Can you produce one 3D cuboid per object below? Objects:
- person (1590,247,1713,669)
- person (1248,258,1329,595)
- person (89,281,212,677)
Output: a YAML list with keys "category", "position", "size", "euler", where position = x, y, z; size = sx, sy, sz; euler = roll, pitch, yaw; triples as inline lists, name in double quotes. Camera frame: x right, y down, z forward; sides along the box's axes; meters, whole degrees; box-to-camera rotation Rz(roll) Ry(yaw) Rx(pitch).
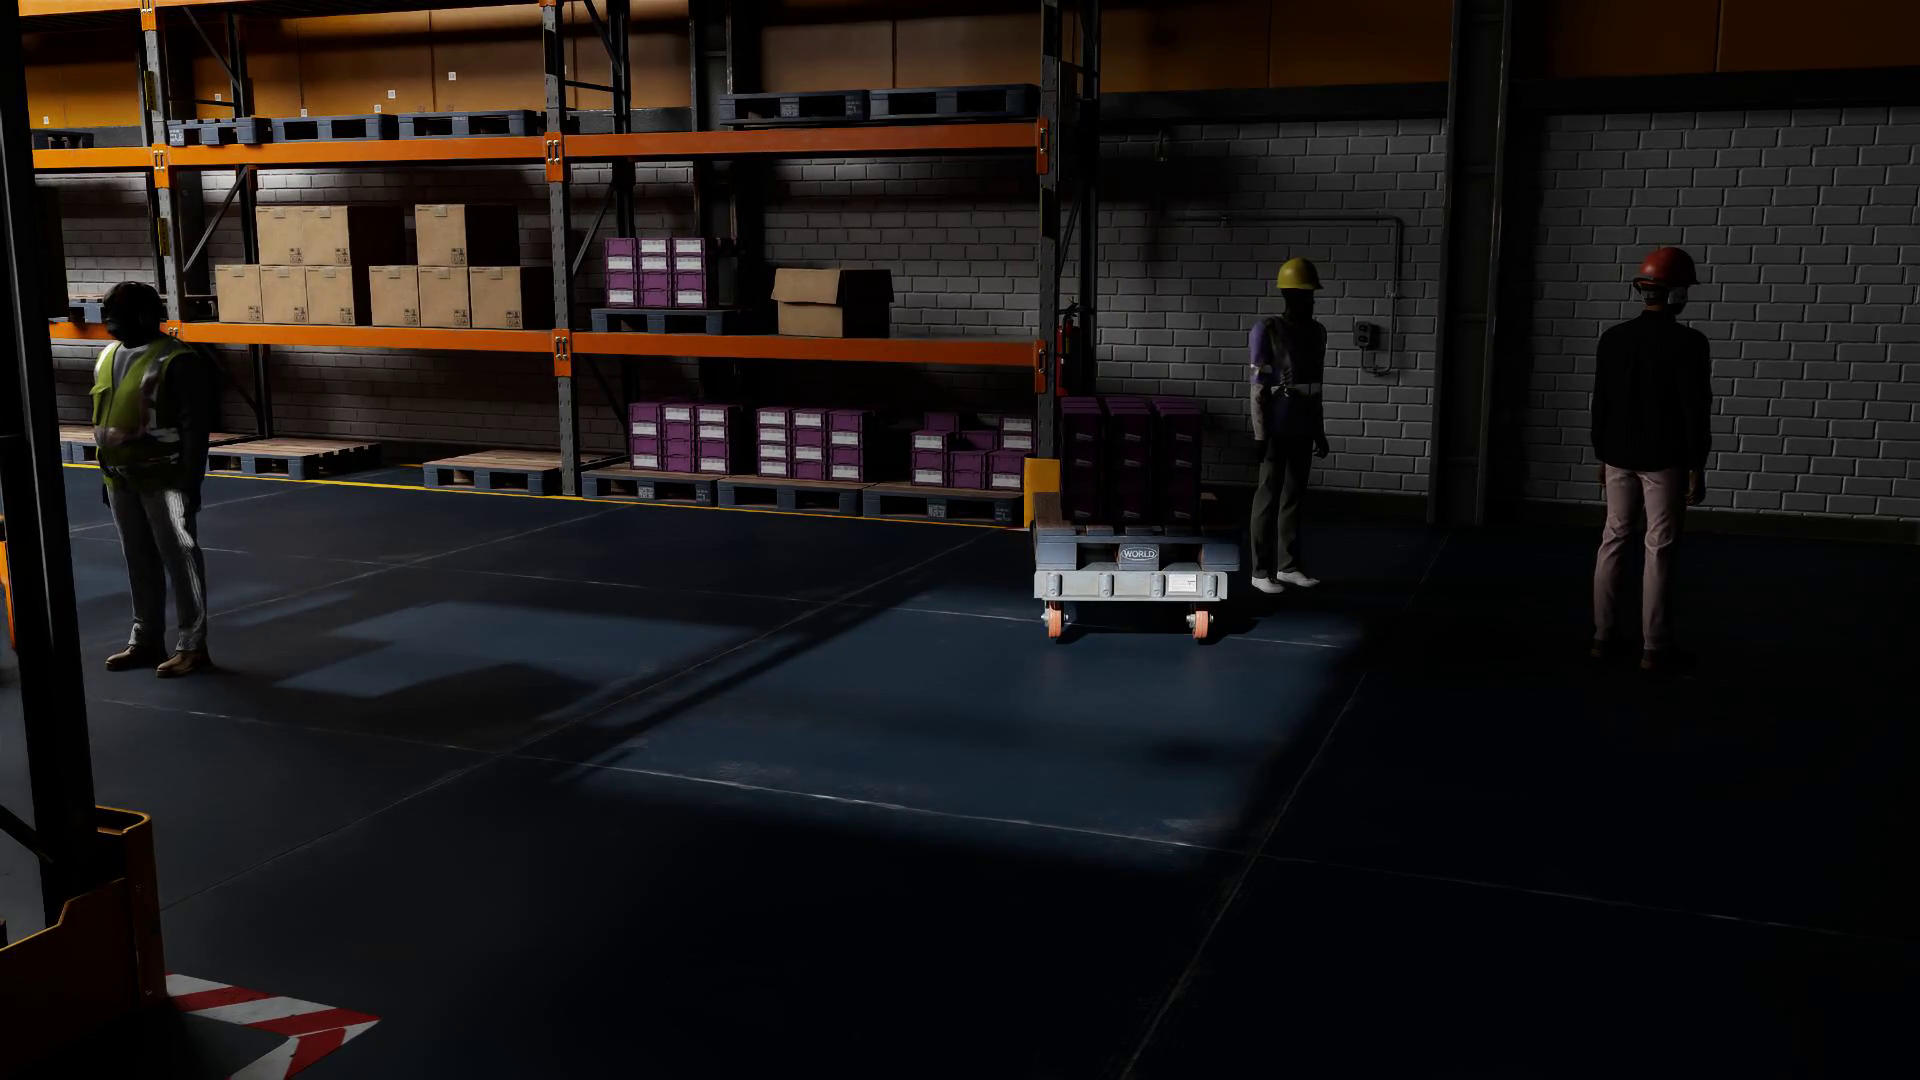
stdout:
- category: "person"
  position: [3.295, -0.384, 7.928]
  size: [0.380, 1.994, 0.618]
  euler: [-6, 12, -31]
- category: "person"
  position: [1.917, -0.657, 9.636]
  size: [0.585, 1.928, 0.368]
  euler: [-8, 13, -37]
- category: "person"
  position: [-3.800, -0.282, 7.786]
  size: [0.635, 1.842, 0.429]
  euler: [5, 11, 24]
